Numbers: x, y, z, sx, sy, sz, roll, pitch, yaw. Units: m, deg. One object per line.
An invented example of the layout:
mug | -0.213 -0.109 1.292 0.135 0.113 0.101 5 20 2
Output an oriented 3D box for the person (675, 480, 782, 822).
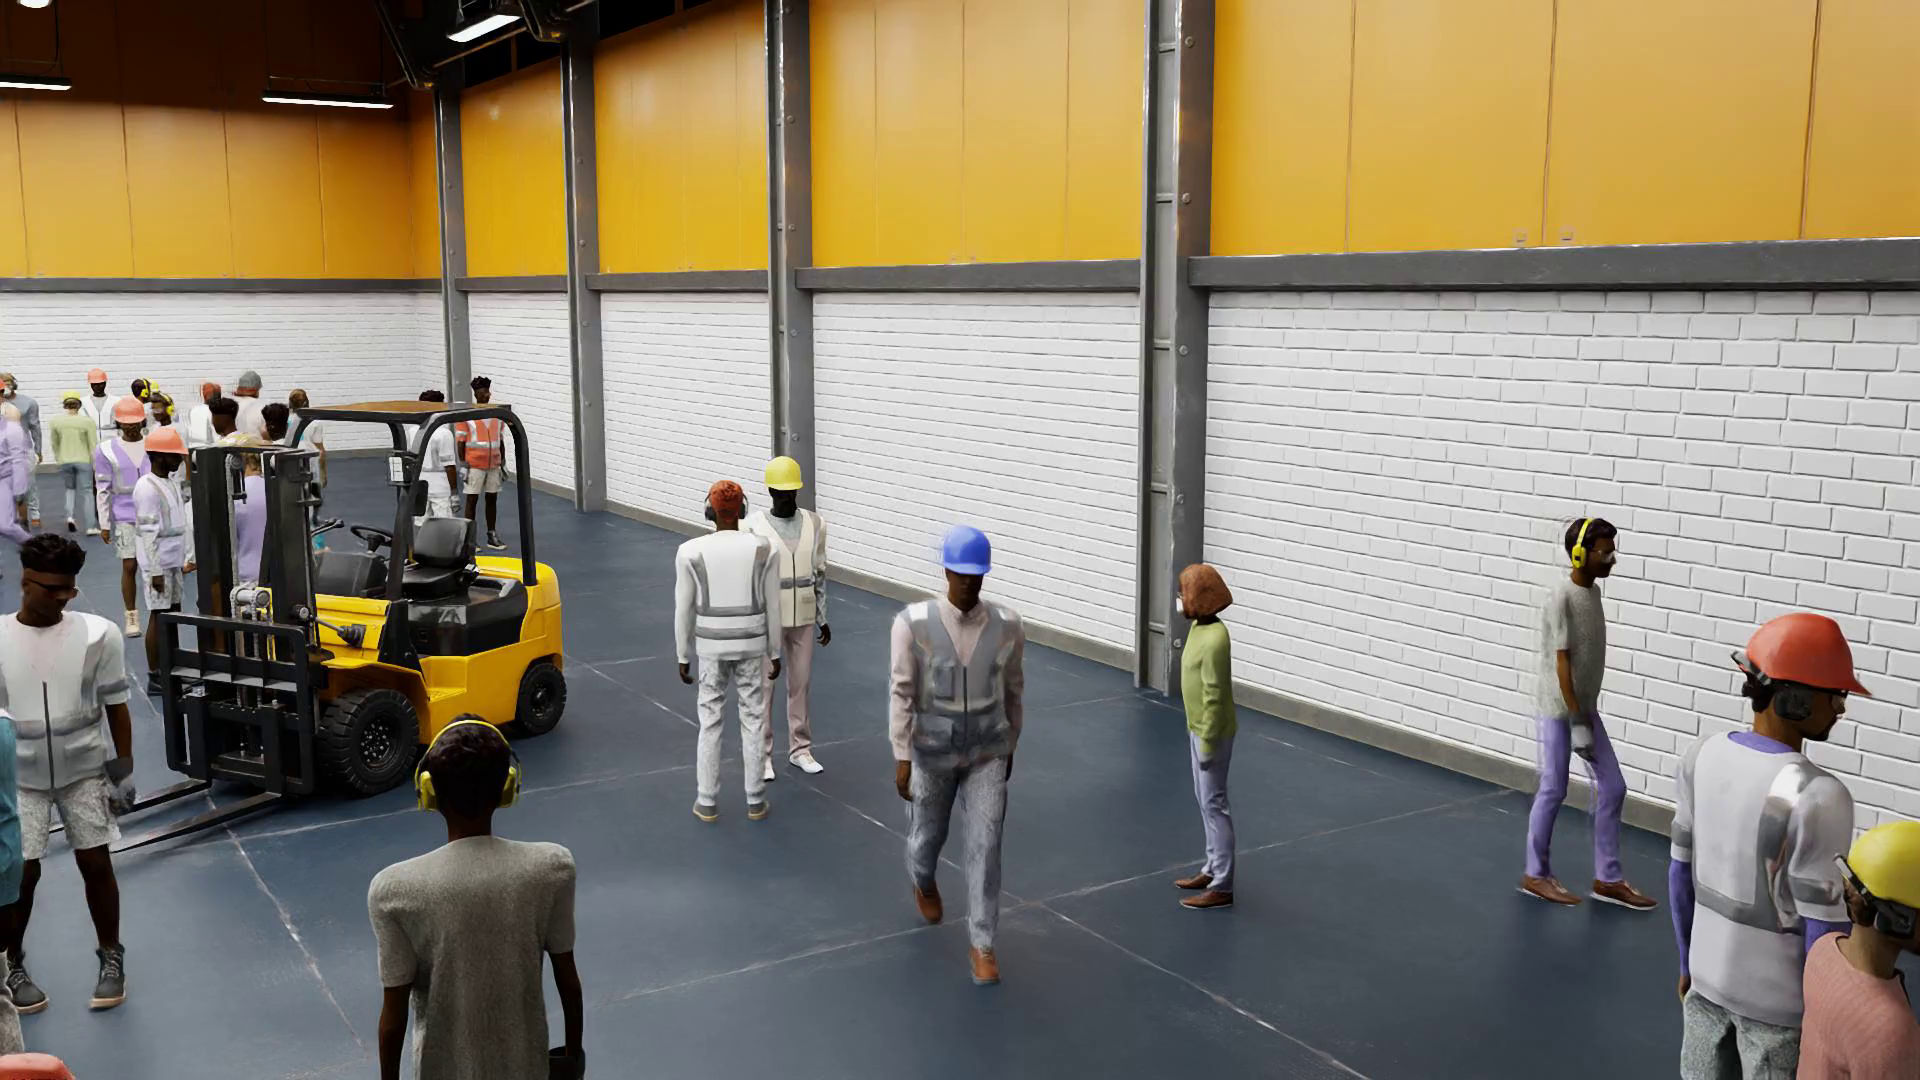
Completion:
person | -1.259 0.607 9.074 0.577 1.879 0.350 -1 9 -9

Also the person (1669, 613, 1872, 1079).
person | 2.183 1.203 4.509 0.395 2.039 0.606 -2 9 -13

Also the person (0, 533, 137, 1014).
person | -3.633 0.935 6.648 0.617 1.940 0.436 -6 10 -34

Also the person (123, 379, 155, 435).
person | -9.874 -1.017 20.096 0.532 1.855 0.348 3 9 21

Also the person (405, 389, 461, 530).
person | -5.057 -0.469 16.014 0.602 1.966 0.368 4 9 25

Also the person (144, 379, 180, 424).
person | -9.970 -1.084 20.632 0.403 1.826 0.595 6 10 36

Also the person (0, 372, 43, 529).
person | -11.550 -1.080 20.286 0.635 1.927 0.372 -4 10 -28

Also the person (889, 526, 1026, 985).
person | -0.024 0.869 7.174 0.605 1.921 0.814 -1 9 -9

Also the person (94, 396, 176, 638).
person | -6.882 -0.192 13.946 0.612 2.031 0.403 -6 10 -34

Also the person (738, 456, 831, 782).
person | -1.037 0.460 9.884 0.595 1.925 0.371 -5 10 -31

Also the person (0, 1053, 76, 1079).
person | -1.474 1.635 2.595 0.389 1.738 0.579 -4 9 -24

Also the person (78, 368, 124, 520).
person | -10.890 -1.211 21.113 0.543 1.939 0.355 -4 9 -23

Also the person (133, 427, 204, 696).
person | -5.692 0.153 11.958 0.387 1.929 0.547 -1 8 -6

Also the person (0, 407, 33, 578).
person | -9.658 -0.528 16.692 0.661 1.892 0.583 3 9 17

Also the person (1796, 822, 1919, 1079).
person | 1.993 1.468 3.677 0.343 1.755 0.531 2 9 13

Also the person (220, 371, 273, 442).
person | -8.144 -0.976 19.182 0.696 2.000 0.998 0 8 3

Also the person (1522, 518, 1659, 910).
person | 2.942 0.828 7.684 0.526 1.849 0.696 -8 11 -41

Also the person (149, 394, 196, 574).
person | -8.108 -0.573 17.087 0.526 1.860 0.321 4 9 22

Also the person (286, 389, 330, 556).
person | -7.188 -0.732 18.195 0.509 1.846 0.342 -1 8 -6

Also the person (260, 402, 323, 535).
person | -5.797 -0.215 14.318 0.470 1.954 0.637 7 11 41

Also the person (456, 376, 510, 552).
person | -5.335 -0.854 18.604 0.600 1.967 0.369 -8 12 -44

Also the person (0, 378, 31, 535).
person | -11.333 -0.985 19.675 0.547 1.920 0.420 5 10 31

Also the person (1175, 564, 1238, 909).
person | 1.155 0.915 7.837 0.290 1.623 0.494 0 8 -1

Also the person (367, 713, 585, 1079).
person | -1.173 1.350 4.085 0.534 1.868 0.310 -5 10 -28

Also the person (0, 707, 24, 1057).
person | -3.315 1.126 5.370 0.605 1.939 0.415 2 9 11

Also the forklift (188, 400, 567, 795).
forklift | -3.529 0.258 10.348 1.214 2.155 2.313 4 9 25

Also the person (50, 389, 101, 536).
person | -10.503 -0.916 19.778 0.544 1.744 0.446 -2 9 -10

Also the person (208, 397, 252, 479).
person | -6.549 -0.317 15.040 0.379 1.958 0.613 0 8 0
